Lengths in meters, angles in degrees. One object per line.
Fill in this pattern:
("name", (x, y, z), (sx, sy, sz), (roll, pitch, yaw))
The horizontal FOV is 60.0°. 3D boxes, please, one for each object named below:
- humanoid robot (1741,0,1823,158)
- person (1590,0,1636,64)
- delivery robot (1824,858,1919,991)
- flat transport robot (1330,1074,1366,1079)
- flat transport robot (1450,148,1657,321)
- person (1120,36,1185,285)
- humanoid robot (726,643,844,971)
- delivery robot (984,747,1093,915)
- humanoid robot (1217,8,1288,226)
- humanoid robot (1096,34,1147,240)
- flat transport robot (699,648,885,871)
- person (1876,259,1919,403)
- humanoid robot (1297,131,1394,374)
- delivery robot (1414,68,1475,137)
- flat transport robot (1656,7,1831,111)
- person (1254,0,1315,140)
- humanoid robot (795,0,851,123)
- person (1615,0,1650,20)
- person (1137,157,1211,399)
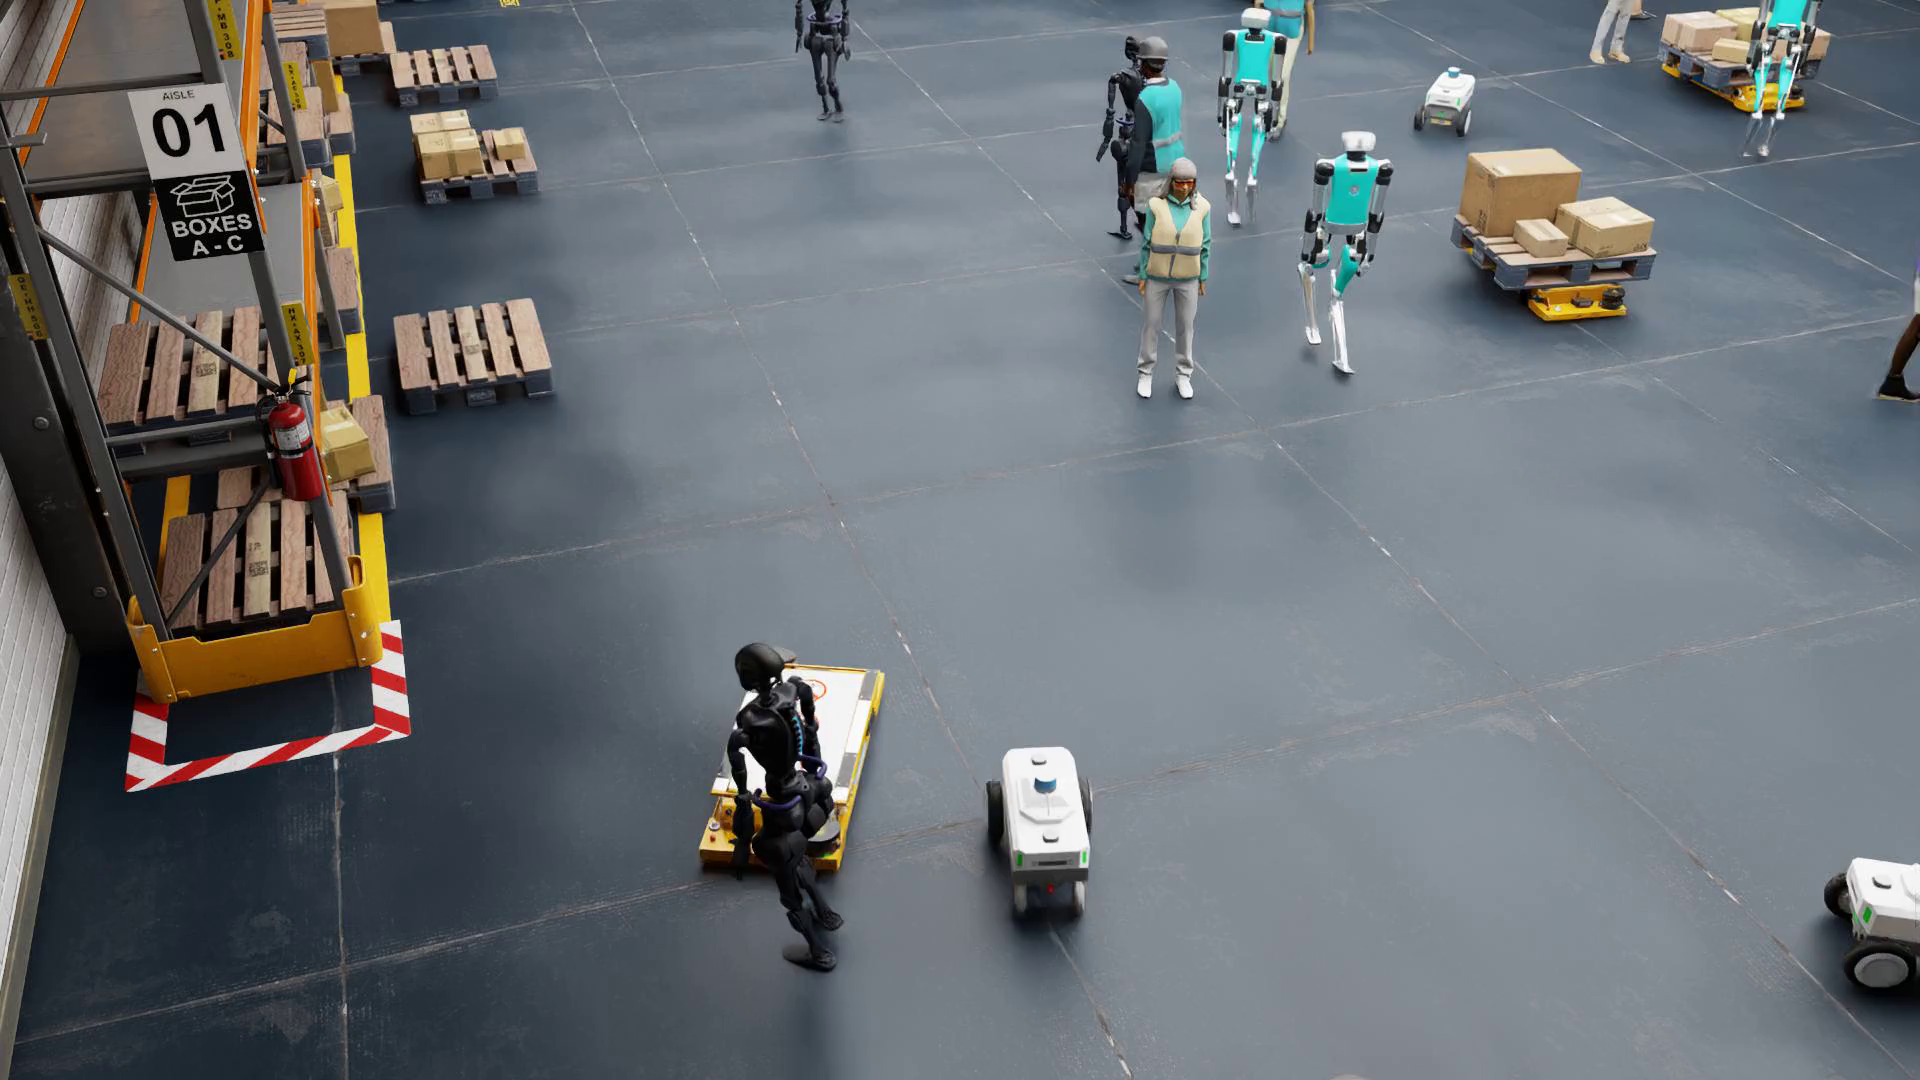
("humanoid robot", (7.440, -4.310, 15.122), (0.530, 1.799, 0.640), (9, 34, 14))
("person", (7.068, -5.983, 17.586), (0.491, 1.861, 0.374), (-11, 35, -16))
("delivery robot", (4.154, 1.625, 7.118), (0.814, 0.610, 0.499), (7, 34, 11))
("flat transport robot", (1.671, 2.567, 5.922), (0.659, 0.231, 1.431), (3, 33, 5))
("flat transport robot", (4.602, -2.116, 13.103), (0.659, 0.231, 1.431), (-6, 34, -8))
("person", (1.474, -2.872, 12.762), (0.491, 1.905, 0.668), (19, 37, 26))
("humanoid robot", (-0.699, 1.116, 6.867), (0.376, 1.642, 0.587), (18, 37, 25))
("delivery robot", (0.383, 1.279, 7.615), (0.499, 0.572, 0.747), (-2, 33, -3))
("humanoid robot", (2.363, -3.409, 13.801), (0.540, 1.846, 0.698), (8, 34, 12))
("humanoid robot", (1.421, -3.310, 13.635), (0.609, 1.655, 0.307), (-19, 37, -26))
("flat transport robot", (-0.803, 1.056, 8.239), (0.659, 0.231, 1.431), (4, 33, 5))
("person", (6.728, -1.791, 11.101), (0.748, 1.918, 0.630), (-1, 33, -1))
("humanoid robot", (2.631, -2.078, 11.704), (0.543, 1.769, 0.904), (-1, 33, -2))
("delivery robot", (4.753, -4.284, 16.157), (0.499, 0.583, 0.767), (15, 36, 21))
("flat transport robot", (7.952, -4.744, 17.135), (0.659, 0.231, 1.431), (-8, 34, -13))
("person", (2.994, -4.703, 15.656), (0.588, 1.807, 0.726), (19, 37, 26))
("humanoid robot", (-1.320, -4.861, 16.024), (0.609, 1.645, 0.361), (13, 35, 19))
("person", (7.836, -6.838, 19.058), (0.373, 1.675, 0.463), (-14, 36, -20))
("person", (1.442, -1.774, 11.266), (0.464, 1.706, 0.367), (1, 33, 1))
